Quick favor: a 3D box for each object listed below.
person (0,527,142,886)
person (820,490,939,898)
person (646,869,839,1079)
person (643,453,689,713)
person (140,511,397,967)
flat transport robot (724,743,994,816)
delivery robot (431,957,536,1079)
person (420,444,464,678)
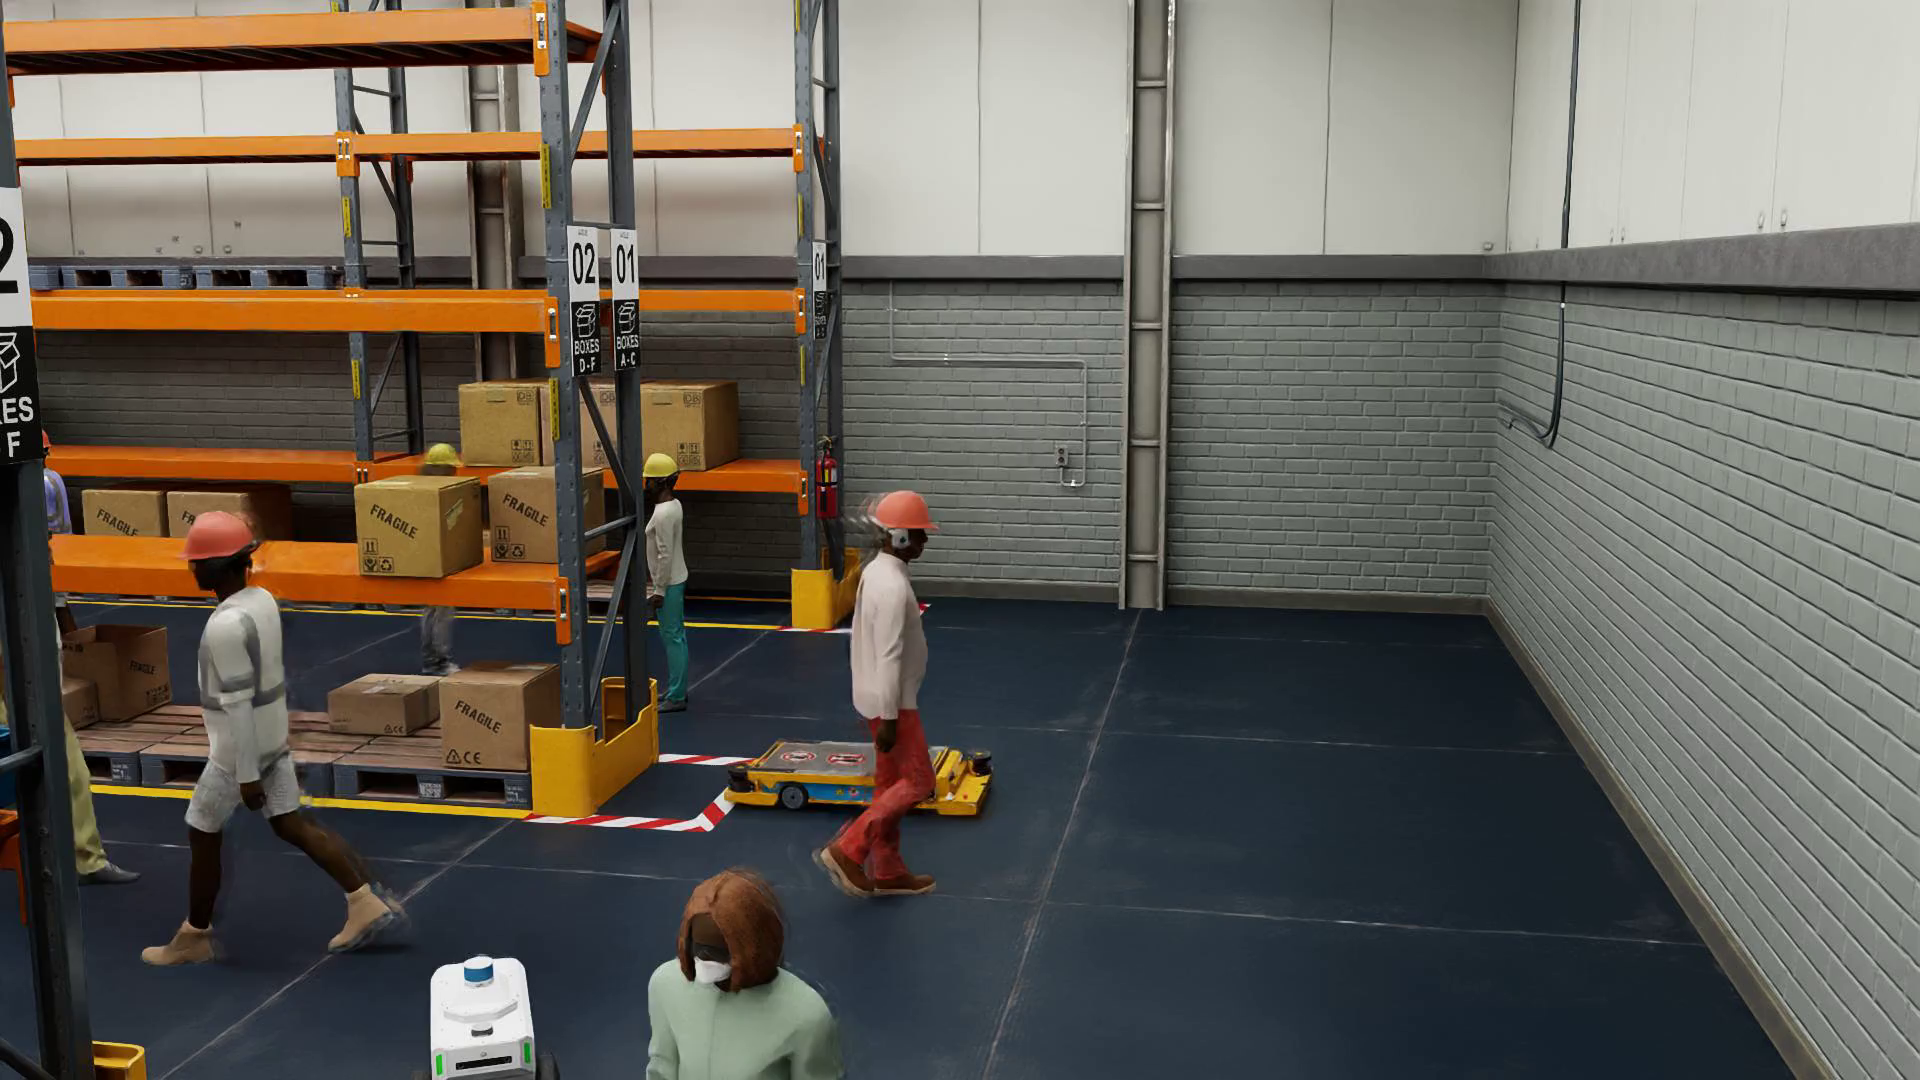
[{"bbox_3d":[-4.502,0.822,7.907,0.892,1.813,0.580,-1,9,-5],"label":"person"},{"bbox_3d":[-0.341,0.746,7.851,0.511,1.973,0.620,-2,9,-12],"label":"person"},{"bbox_3d":[-0.497,1.532,4.148,0.516,1.600,0.740,4,10,25],"label":"person"},{"bbox_3d":[-2.013,0.291,11.329,0.311,1.768,0.531,0,9,-3],"label":"person"},{"bbox_3d":[-3.000,0.858,7.133,1.049,2.005,0.624,0,9,-2],"label":"person"},{"bbox_3d":[-0.560,1.338,9.458,1.431,0.197,0.652,1,9,9],"label":"flat transport robot"},{"bbox_3d":[-1.697,1.722,5.895,0.477,0.478,0.707,-3,10,-17],"label":"delivery robot"},{"bbox_3d":[-3.827,0.157,12.280,0.391,1.730,0.558,-4,10,-23],"label":"person"}]
